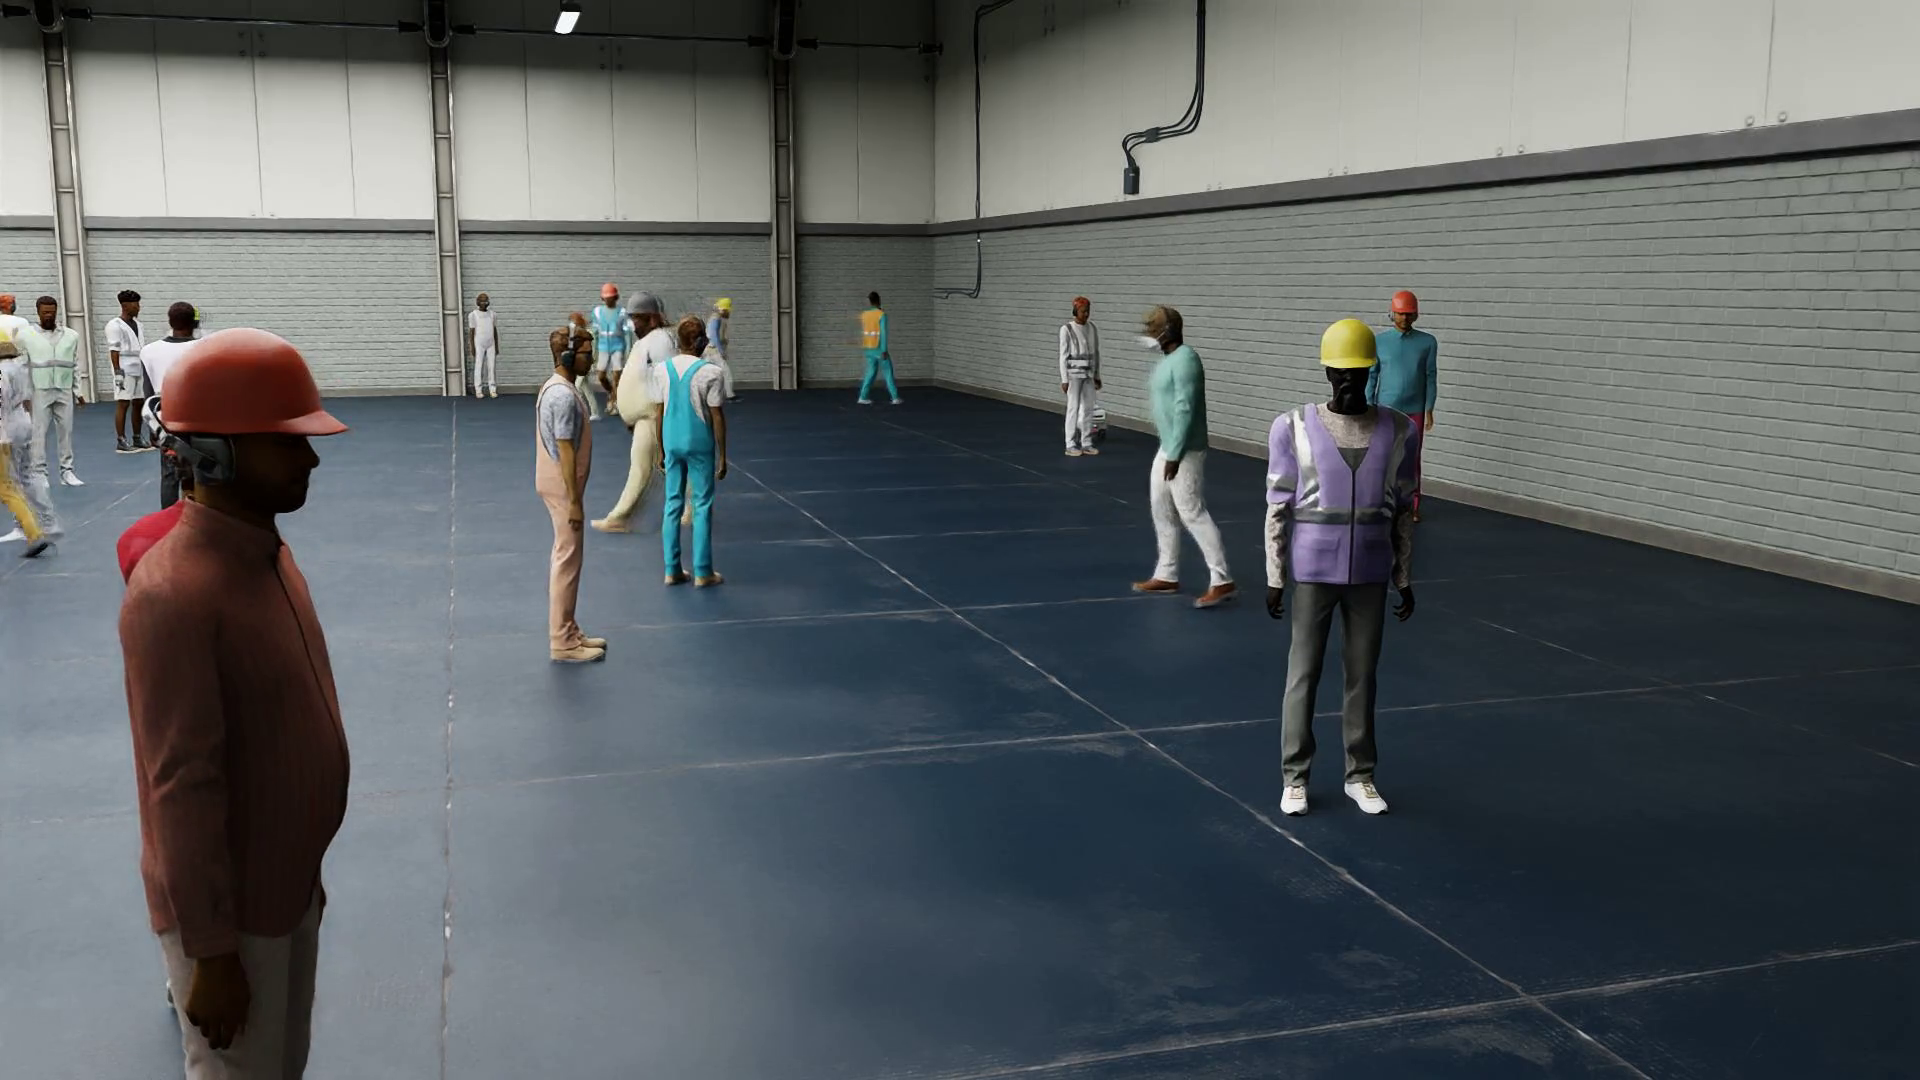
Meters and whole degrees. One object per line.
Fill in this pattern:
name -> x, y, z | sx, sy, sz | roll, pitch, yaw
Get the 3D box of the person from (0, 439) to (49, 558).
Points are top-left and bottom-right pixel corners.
person -> -7.238, -0.705, 12.290 | 0.899, 1.721, 0.536 | 2, 9, 10

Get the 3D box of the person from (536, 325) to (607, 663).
person -> -2.116, -0.244, 9.031 | 0.360, 1.837, 0.505 | -3, 9, -17

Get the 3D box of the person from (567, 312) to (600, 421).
person -> -5.592, -2.506, 24.209 | 0.835, 1.591, 0.513 | -8, 12, -42

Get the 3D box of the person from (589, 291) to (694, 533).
person -> -2.554, -1.088, 13.747 | 1.033, 2.000, 0.699 | -3, 9, -20

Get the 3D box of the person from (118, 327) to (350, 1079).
person -> -1.258, 0.621, 2.992 | 0.396, 1.992, 0.623 | -1, 9, -9

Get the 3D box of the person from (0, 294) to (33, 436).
person -> -12.575, -2.308, 22.037 | 0.575, 1.881, 0.356 | 0, 9, -3

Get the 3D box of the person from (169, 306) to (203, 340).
person -> -10.296, -2.255, 22.198 | 0.419, 1.714, 0.517 | 7, 11, 37

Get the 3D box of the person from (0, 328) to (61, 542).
person -> -7.519, -0.850, 13.275 | 0.515, 1.715, 0.569 | -3, 10, -21

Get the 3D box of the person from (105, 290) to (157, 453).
person -> -9.977, -2.026, 20.012 | 0.373, 1.958, 0.606 | 1, 9, 9

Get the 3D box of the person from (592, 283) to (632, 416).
person -> -5.294, -2.895, 25.312 | 0.644, 2.023, 0.416 | 1, 9, 5

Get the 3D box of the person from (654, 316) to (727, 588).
person -> -1.809, -0.587, 11.224 | 0.516, 1.835, 0.357 | 3, 9, 16

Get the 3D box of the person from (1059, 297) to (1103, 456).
person -> 1.420, -1.927, 19.633 | 0.607, 1.874, 0.361 | -7, 11, -38

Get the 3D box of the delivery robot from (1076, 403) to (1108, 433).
delivery robot -> 1.643, -1.585, 21.345 | 0.477, 0.478, 0.707 | -2, 9, -13

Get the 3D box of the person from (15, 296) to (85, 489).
person -> -9.081, -1.475, 16.615 | 0.371, 1.915, 0.595 | 7, 11, 39

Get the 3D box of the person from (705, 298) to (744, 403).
person -> -4.014, -3.162, 27.891 | 0.907, 1.754, 0.605 | 0, 9, -1

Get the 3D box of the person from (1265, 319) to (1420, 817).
person -> 1.478, 0.113, 6.443 | 0.594, 1.926, 0.366 | 0, 9, -2

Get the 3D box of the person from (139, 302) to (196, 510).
person -> -6.033, -0.893, 12.944 | 0.591, 1.908, 0.390 | -1, 9, -9

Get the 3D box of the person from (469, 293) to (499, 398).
person -> -8.323, -3.390, 29.103 | 0.501, 1.839, 0.341 | -7, 11, -37

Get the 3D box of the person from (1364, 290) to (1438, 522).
person -> 3.759, -1.129, 14.210 | 0.607, 1.987, 0.409 | 1, 9, 4

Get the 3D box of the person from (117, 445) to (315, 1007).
person -> -2.065, 0.486, 4.672 | 0.573, 1.739, 0.351 | 4, 10, 26

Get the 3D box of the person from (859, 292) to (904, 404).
person -> -1.375, -3.192, 27.772 | 0.709, 1.868, 0.630 | -8, 12, -43

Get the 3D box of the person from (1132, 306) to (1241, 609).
person -> 1.451, -0.534, 10.680 | 0.564, 1.906, 0.836 | -1, 9, -7
